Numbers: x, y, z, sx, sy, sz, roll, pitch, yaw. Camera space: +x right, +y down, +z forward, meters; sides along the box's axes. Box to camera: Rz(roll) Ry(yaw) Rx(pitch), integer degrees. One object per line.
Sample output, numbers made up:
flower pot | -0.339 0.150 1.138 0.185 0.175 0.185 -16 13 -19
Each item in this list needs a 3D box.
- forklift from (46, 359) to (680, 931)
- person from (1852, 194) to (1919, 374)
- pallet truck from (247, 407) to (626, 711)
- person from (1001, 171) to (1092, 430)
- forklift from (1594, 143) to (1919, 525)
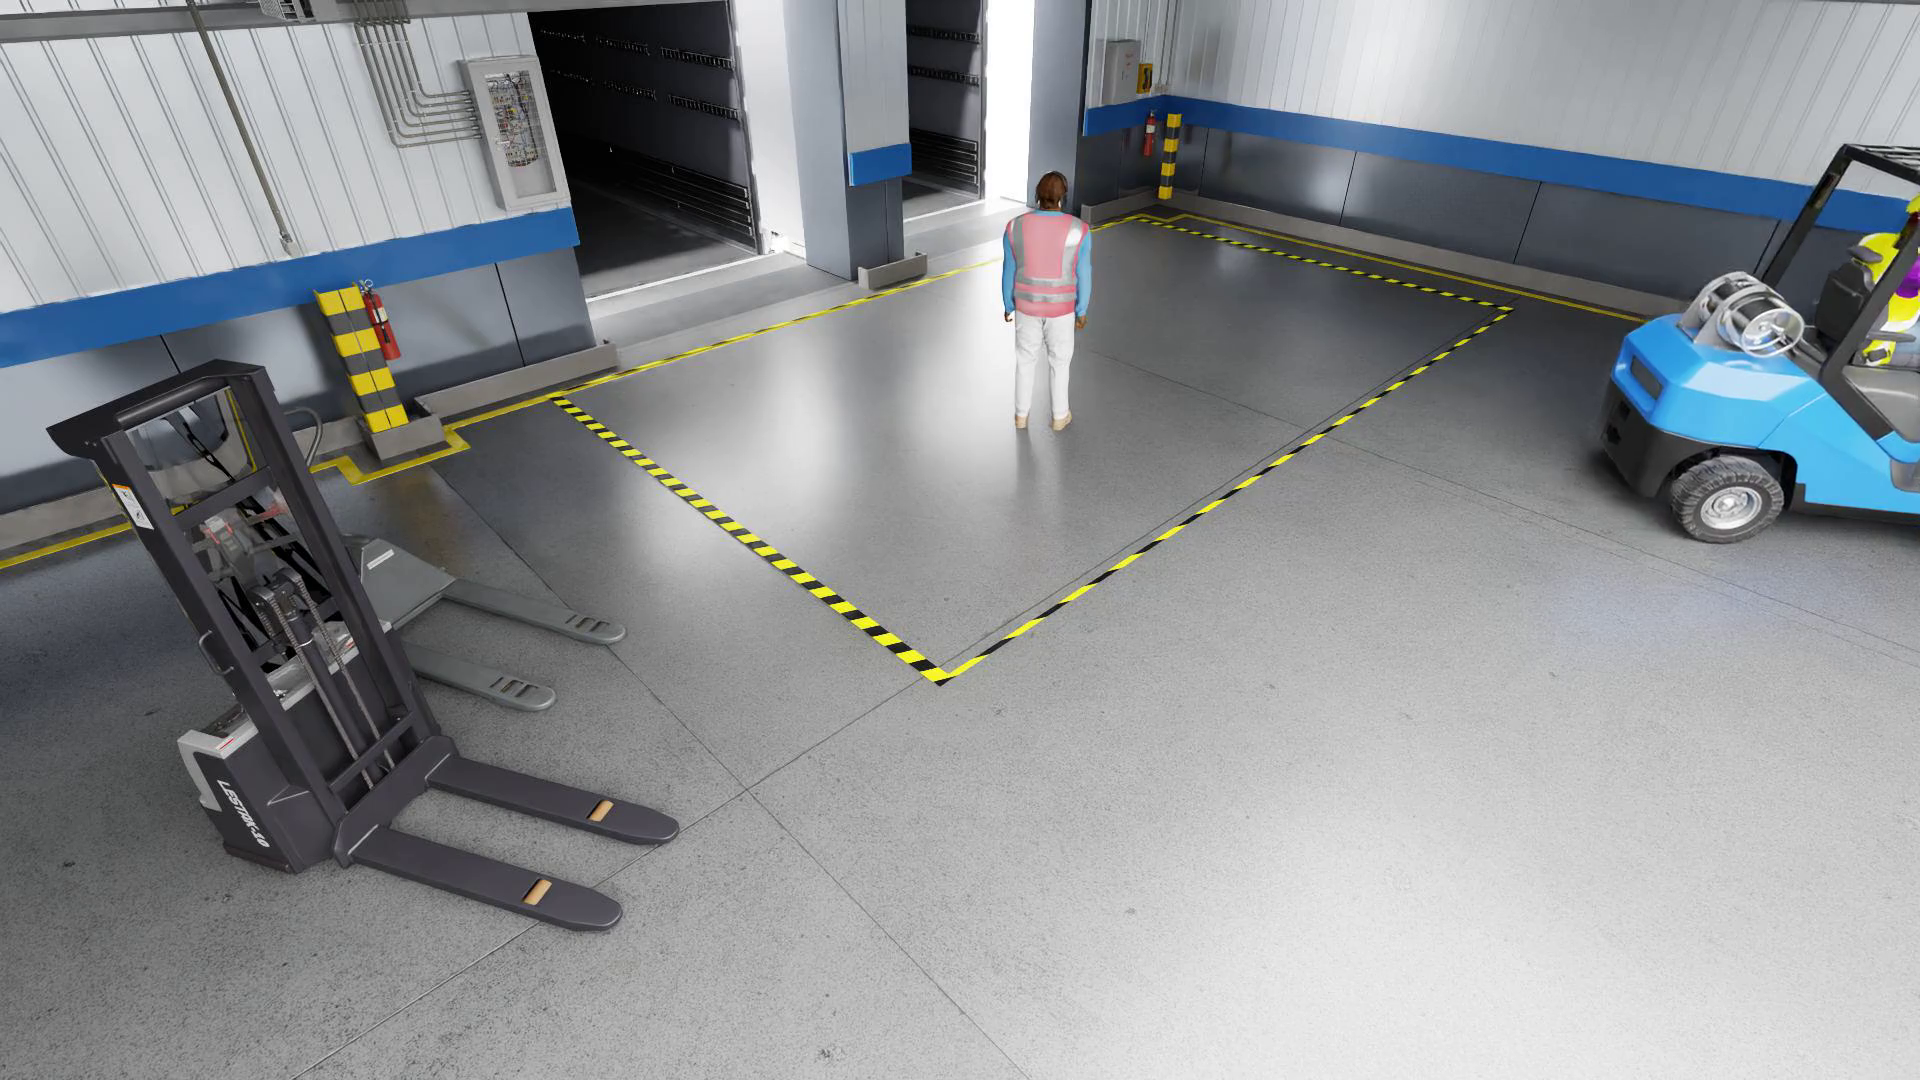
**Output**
forklift | -2.135 0.422 3.354 1.885 1.965 0.823 10 35 14
person | 5.704 -1.327 5.277 1.004 1.293 0.630 8 35 11
pallet truck | -2.628 0.038 4.590 1.601 1.201 0.680 12 36 18
person | 0.611 -1.669 6.566 0.633 1.841 0.429 6 35 9
forklift | 5.648 -1.186 5.402 2.680 2.036 1.157 8 35 11
